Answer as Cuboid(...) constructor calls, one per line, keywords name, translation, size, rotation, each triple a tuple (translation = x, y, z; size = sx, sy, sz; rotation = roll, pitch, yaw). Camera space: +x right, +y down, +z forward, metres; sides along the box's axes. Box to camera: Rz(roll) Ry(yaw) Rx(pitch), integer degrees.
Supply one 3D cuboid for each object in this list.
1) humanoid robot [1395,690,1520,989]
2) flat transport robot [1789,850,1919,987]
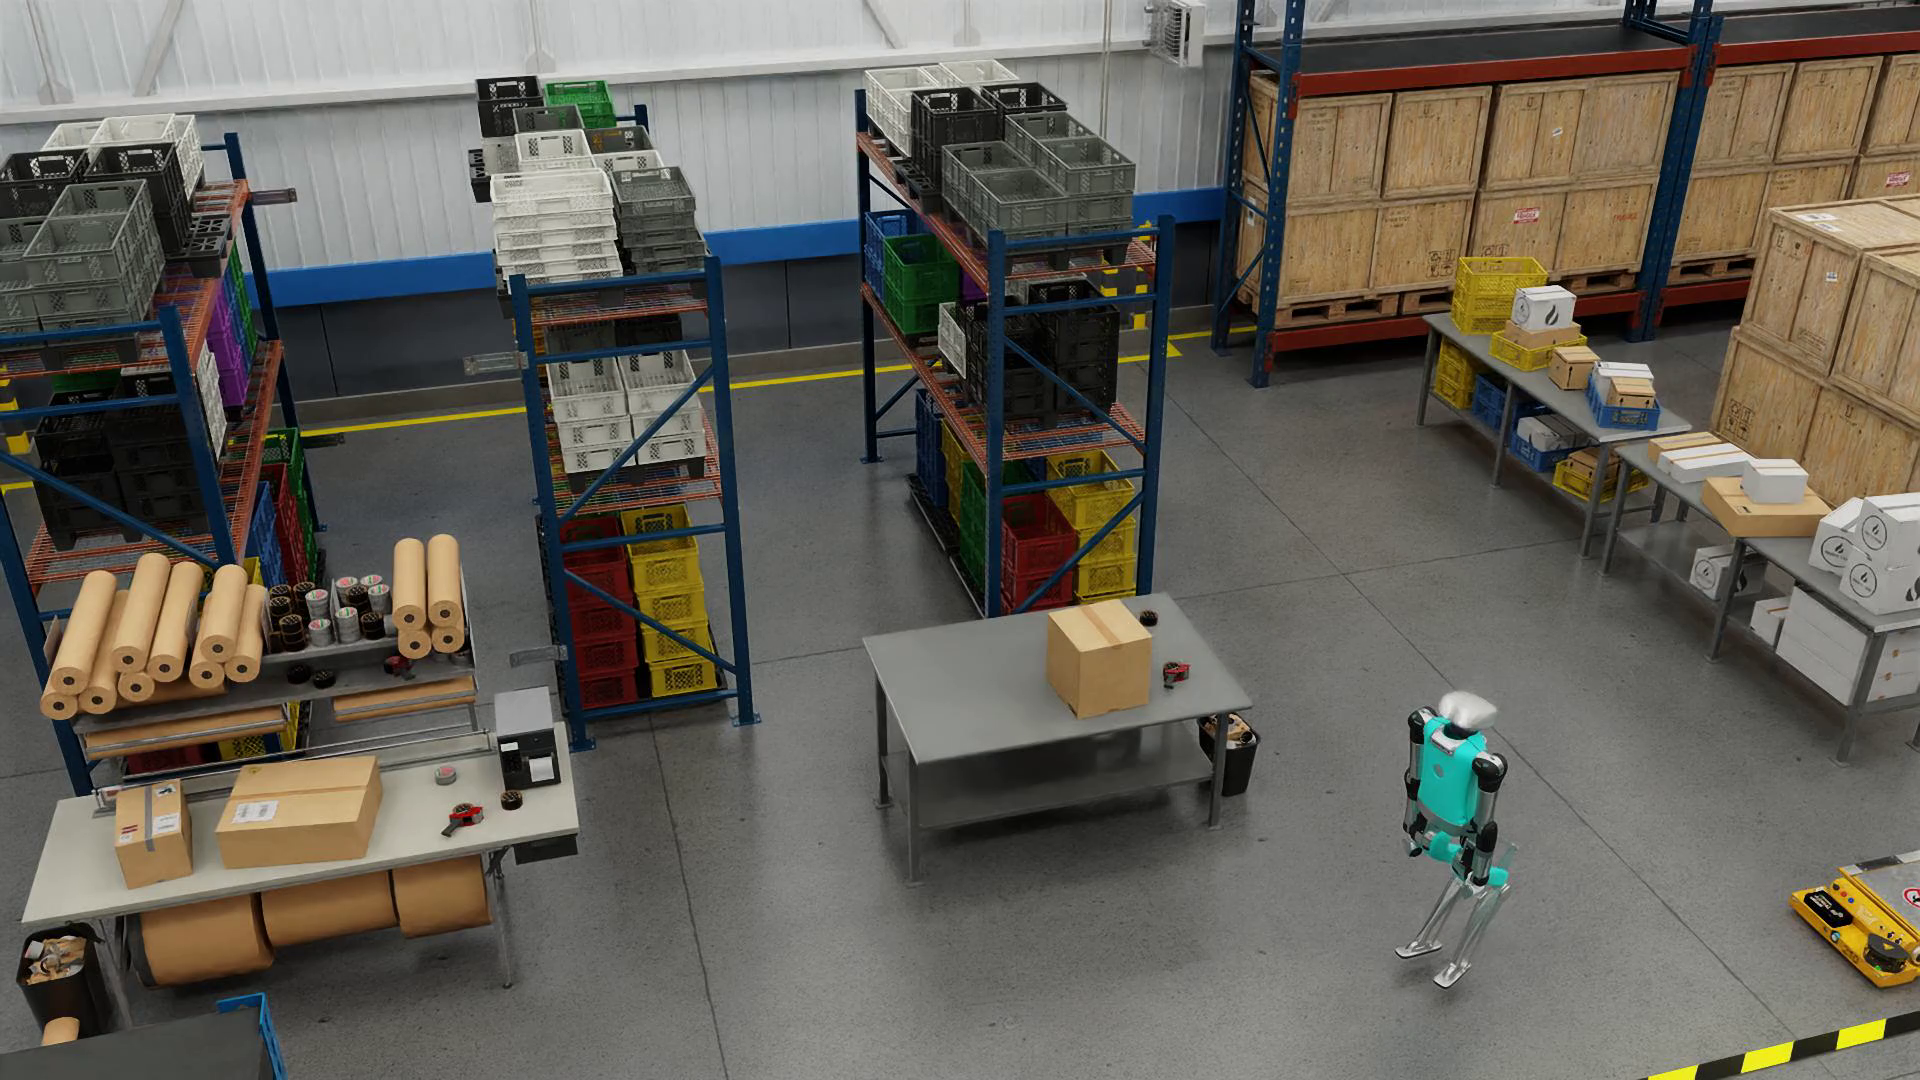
Cuboid(name="humanoid robot", translation=(2.469, 1.382, 7.979), size=(0.735, 1.680, 0.533), rotation=(-17, 33, -27))
Cuboid(name="flat transport robot", translation=(5.163, 1.916, 8.676), size=(1.431, 0.231, 0.659), rotation=(-8, 30, -14))
